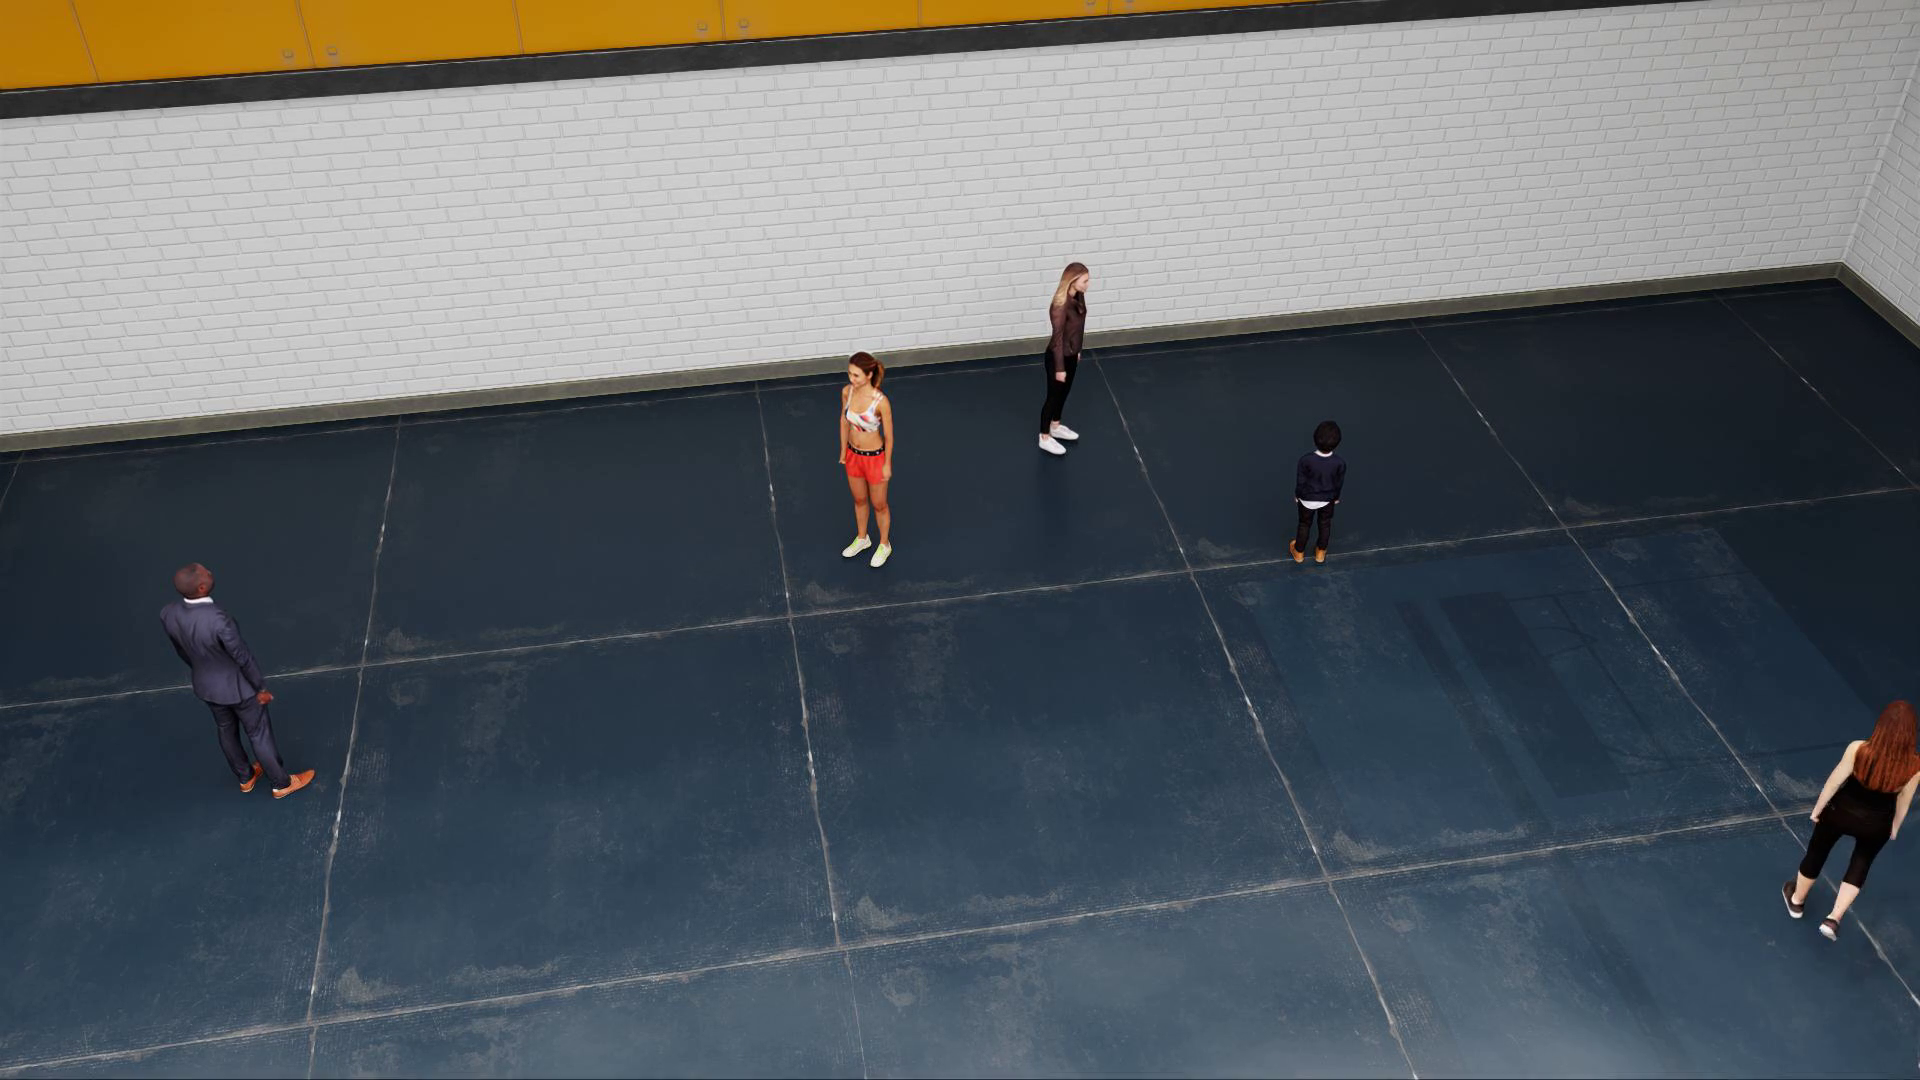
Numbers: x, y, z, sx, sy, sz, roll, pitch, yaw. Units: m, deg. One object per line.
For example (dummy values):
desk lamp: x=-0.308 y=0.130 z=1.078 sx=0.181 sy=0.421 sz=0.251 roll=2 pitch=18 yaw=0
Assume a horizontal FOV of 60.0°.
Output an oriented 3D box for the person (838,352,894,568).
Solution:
person: x=-0.664 y=-0.593 z=12.046 sx=0.669 sy=1.789 sz=0.718 roll=21 pitch=43 yaw=24

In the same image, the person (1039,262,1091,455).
person: x=0.812 y=-1.461 z=13.208 sx=0.754 sy=1.696 sz=0.679 roll=19 pitch=43 yaw=23

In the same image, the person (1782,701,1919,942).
person: x=5.044 y=1.612 z=9.342 sx=0.821 sy=1.718 sz=0.894 roll=15 pitch=41 yaw=18

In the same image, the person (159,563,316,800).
person: x=-4.474 y=0.875 z=10.180 sx=0.790 sy=1.824 sz=0.794 roll=13 pitch=41 yaw=16

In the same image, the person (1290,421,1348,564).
person: x=2.629 y=-0.351 z=12.193 sx=0.549 sy=1.227 sz=0.564 roll=2 pitch=39 yaw=3
